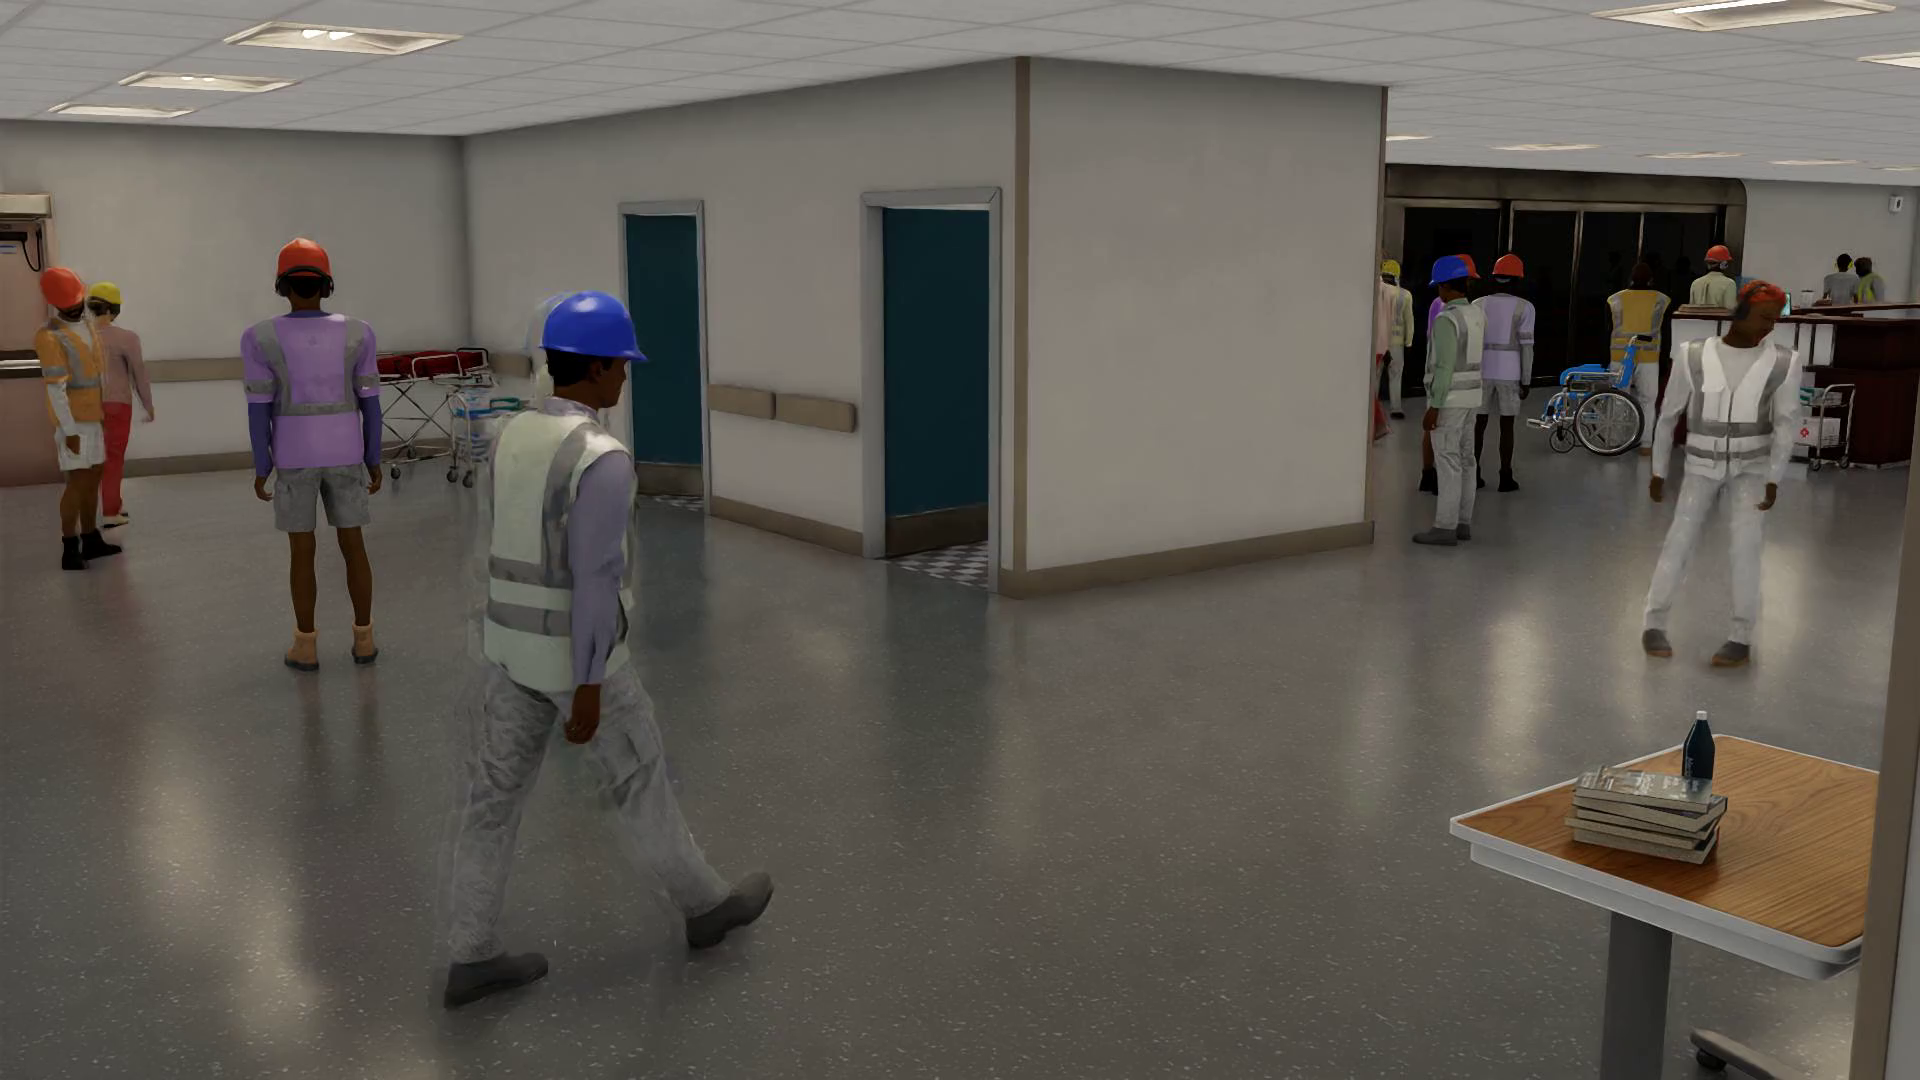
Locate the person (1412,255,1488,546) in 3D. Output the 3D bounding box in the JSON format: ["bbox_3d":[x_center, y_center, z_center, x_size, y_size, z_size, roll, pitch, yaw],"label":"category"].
[{"bbox_3d":[3.295,-0.928,11.170,0.401,1.938,0.602,8,13,39],"label":"person"}]

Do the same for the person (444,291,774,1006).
[{"bbox_3d":[-1.008,0.278,4.559,0.607,1.885,1.006,10,14,43],"label":"person"}]

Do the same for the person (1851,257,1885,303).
[{"bbox_3d":[13.900,-3.461,25.732,0.836,1.805,0.639,0,10,0],"label":"person"}]

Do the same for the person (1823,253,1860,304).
[{"bbox_3d":[13.339,-3.404,25.237,0.533,1.869,0.311,6,12,31],"label":"person"}]

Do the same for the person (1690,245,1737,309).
[{"bbox_3d":[8.603,-2.356,19.002,0.375,1.997,0.611,-5,11,-27],"label":"person"}]

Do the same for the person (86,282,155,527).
[{"bbox_3d":[-6.117,-0.985,12.038,0.550,1.737,0.722,0,10,2],"label":"person"}]

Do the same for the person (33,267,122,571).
[{"bbox_3d":[-5.515,-0.764,10.461,0.365,1.895,0.696,0,10,-1],"label":"person"}]

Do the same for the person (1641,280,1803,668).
[{"bbox_3d":[3.668,-0.317,7.999,0.629,1.852,0.452,5,11,25],"label":"person"}]

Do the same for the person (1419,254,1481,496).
[{"bbox_3d":[3.951,-1.324,13.395,0.374,1.934,0.548,-1,10,-5],"label":"person"}]

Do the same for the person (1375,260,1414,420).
[{"bbox_3d":[4.899,-2.285,19.067,0.600,1.831,0.404,5,11,26],"label":"person"}]

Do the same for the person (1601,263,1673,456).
[{"bbox_3d":[6.456,-1.717,15.901,0.629,1.835,0.429,4,11,23],"label":"person"}]

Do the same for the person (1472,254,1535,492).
[{"bbox_3d":[4.413,-1.356,13.599,0.543,1.931,0.388,7,12,33],"label":"person"}]

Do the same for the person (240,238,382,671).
[{"bbox_3d":[-3.059,-0.398,7.907,0.608,2.044,0.370,-6,12,-31],"label":"person"}]

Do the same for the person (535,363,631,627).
[{"bbox_3d":[-1.918,-0.364,8.525,0.514,1.747,0.557,6,12,30],"label":"person"}]
